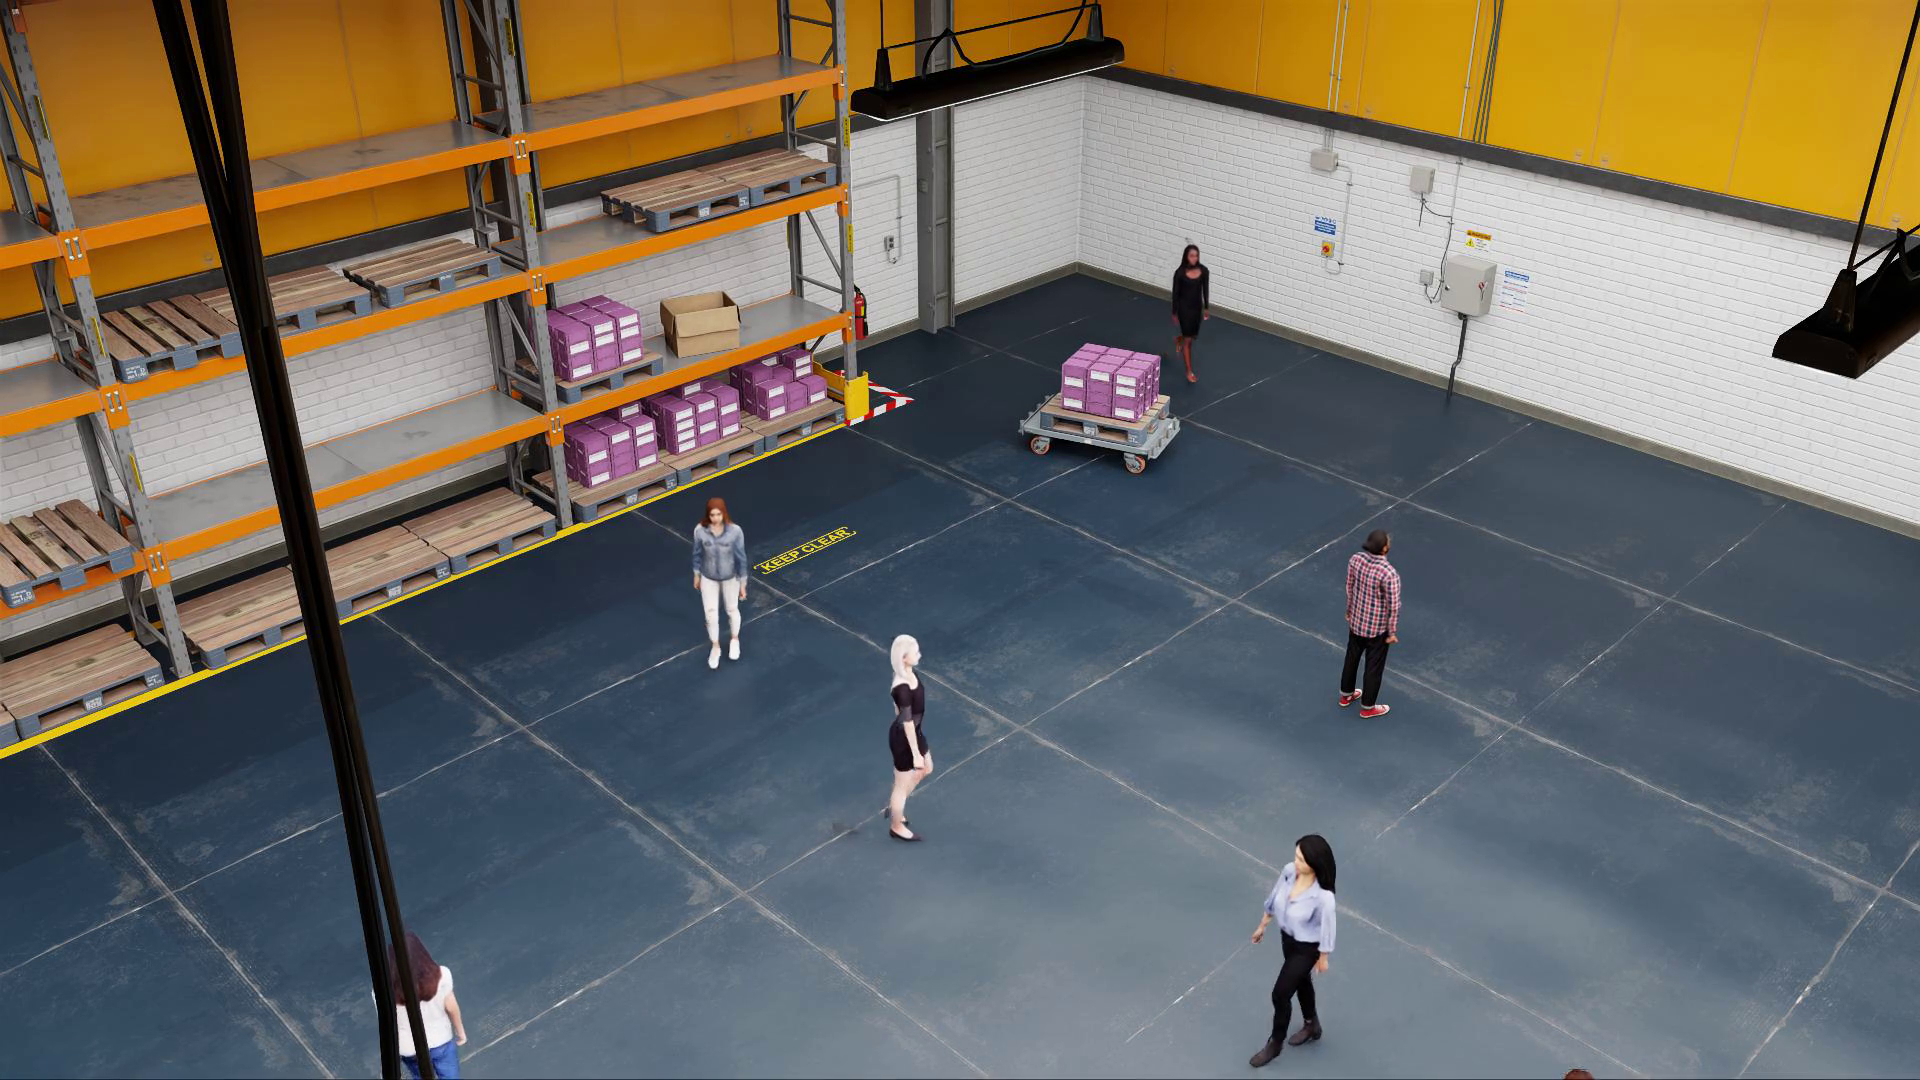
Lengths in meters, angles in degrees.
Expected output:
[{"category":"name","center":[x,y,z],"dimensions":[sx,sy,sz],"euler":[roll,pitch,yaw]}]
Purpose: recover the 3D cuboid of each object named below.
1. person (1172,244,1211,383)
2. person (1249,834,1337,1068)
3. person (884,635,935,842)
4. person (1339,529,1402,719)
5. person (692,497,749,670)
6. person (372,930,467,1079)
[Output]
[{"category":"person","center":[2.807,-2.847,20.535],"dimensions":[1.082,1.704,1.007],"euler":[-10,30,-18]},{"category":"person","center":[2.241,2.567,10.590],"dimensions":[0.933,1.722,0.826],"euler":[-10,30,-18]},{"category":"person","center":[-0.492,1.500,12.439],"dimensions":[0.785,1.824,0.720],"euler":[2,29,4]},{"category":"person","center":[3.459,0.681,14.009],"dimensions":[0.649,1.759,0.711],"euler":[-21,35,-33]},{"category":"person","center":[-2.115,0.304,14.786],"dimensions":[0.840,1.677,0.899],"euler":[0,29,0]},{"category":"person","center":[-3.140,3.031,9.798],"dimensions":[1.032,1.665,0.944],"euler":[-10,30,-18]}]
